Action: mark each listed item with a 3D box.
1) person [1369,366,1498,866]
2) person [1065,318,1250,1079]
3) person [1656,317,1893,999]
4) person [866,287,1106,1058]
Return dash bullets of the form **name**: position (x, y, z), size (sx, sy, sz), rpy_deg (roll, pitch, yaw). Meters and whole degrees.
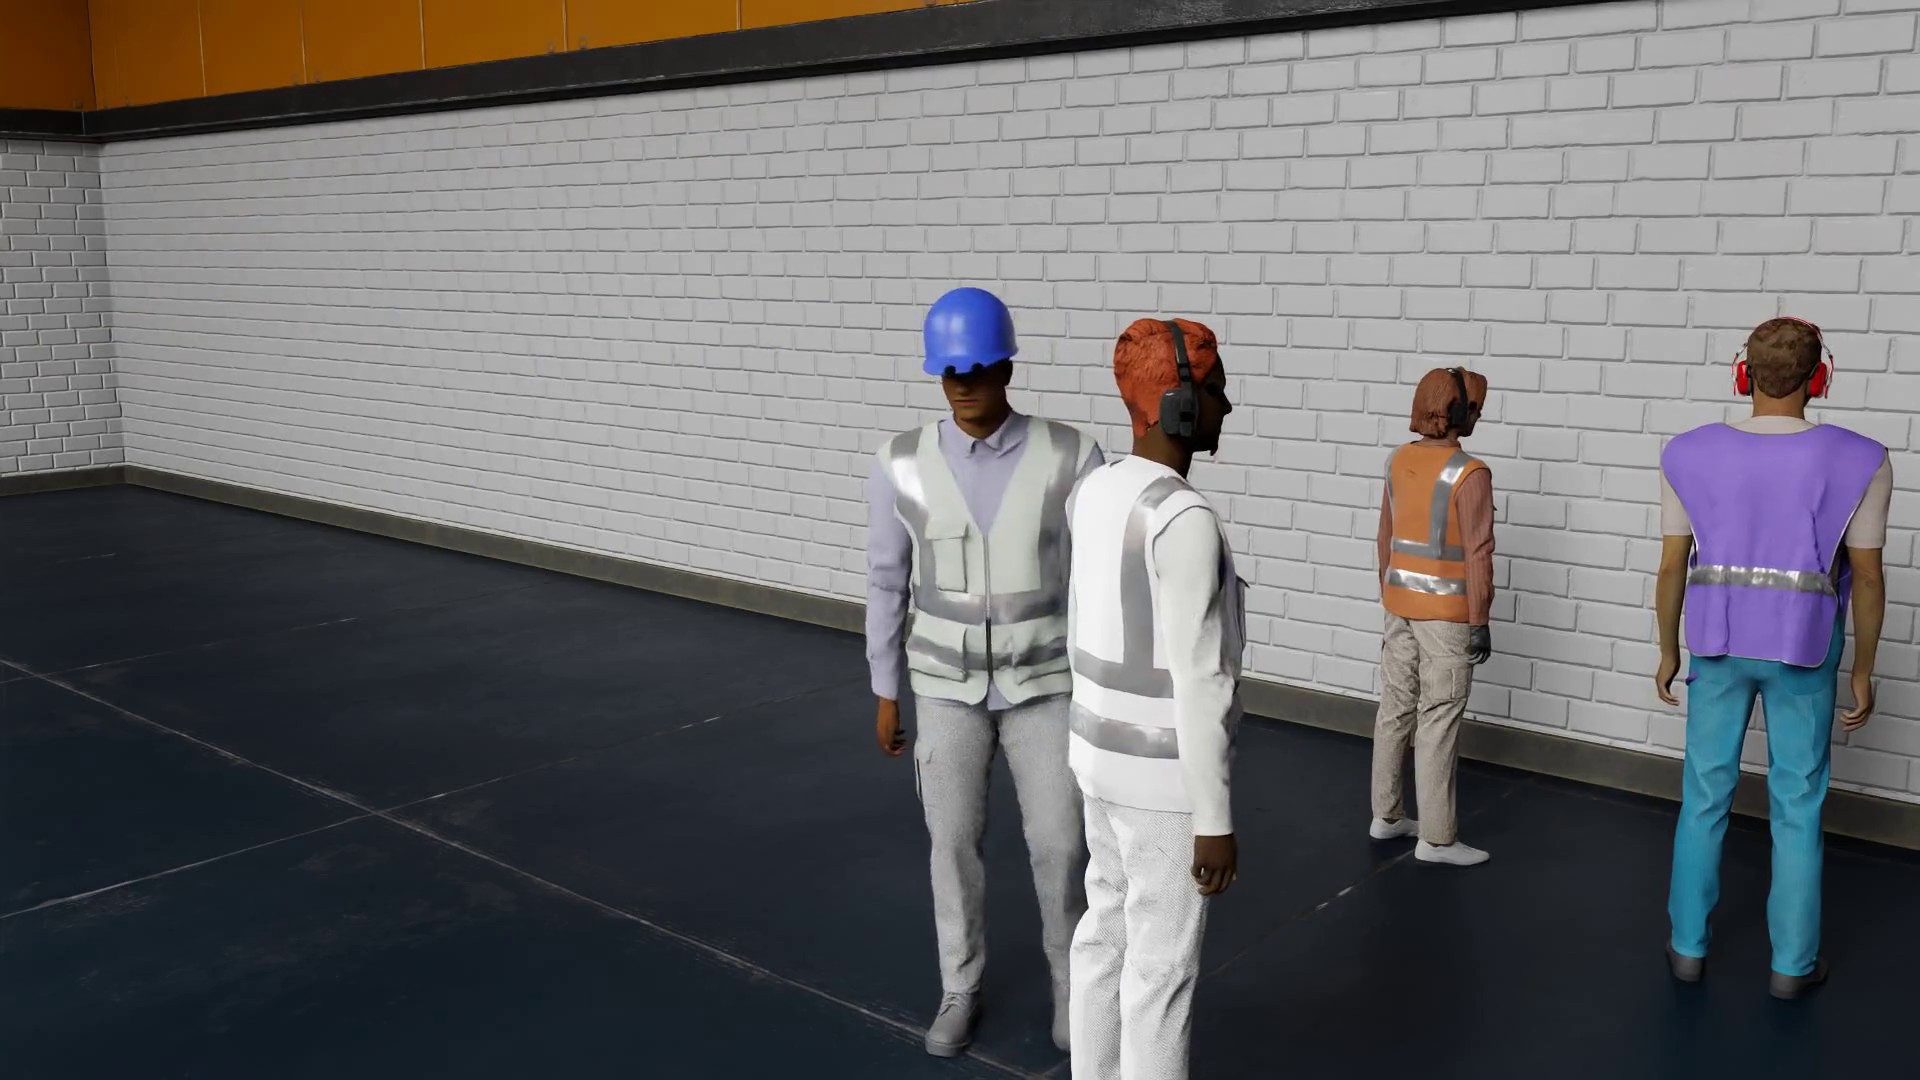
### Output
- **person**: position (1.565, 0.249, 5.504), size (0.311, 1.638, 0.521), rpy_deg (-4, 11, -22)
- **person**: position (0.405, 0.493, 3.424), size (0.353, 1.883, 0.573), rpy_deg (-3, 11, -19)
- **person**: position (2.161, 0.326, 4.495), size (0.566, 1.841, 0.390), rpy_deg (6, 12, 30)
- **person**: position (0.075, 0.351, 4.098), size (0.630, 1.930, 0.445), rpy_deg (1, 10, 7)
